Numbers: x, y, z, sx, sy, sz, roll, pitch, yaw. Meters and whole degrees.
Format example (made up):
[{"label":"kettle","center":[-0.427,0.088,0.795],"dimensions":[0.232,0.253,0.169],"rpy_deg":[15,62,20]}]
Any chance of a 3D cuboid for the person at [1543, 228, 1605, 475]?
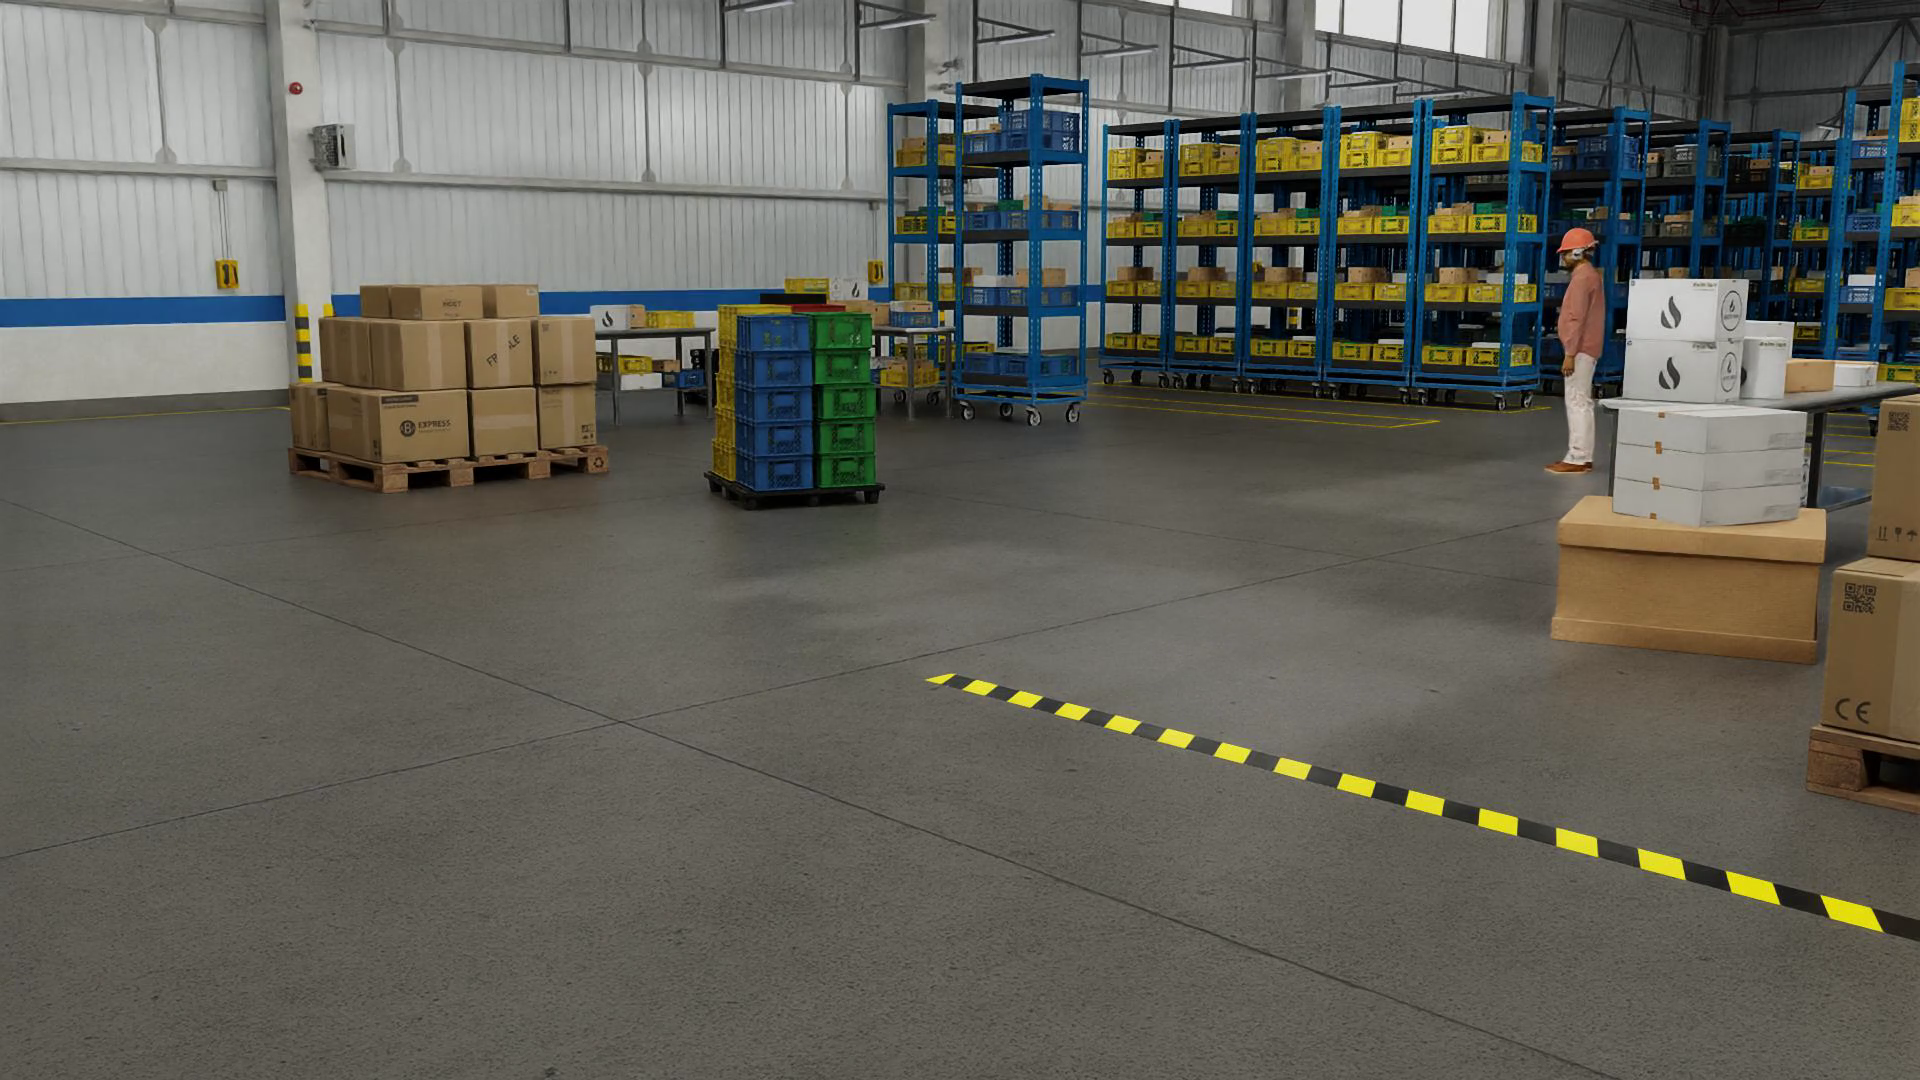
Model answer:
[{"label":"person","center":[4.978,-1.513,13.431],"dimensions":[0.414,1.981,0.625],"rpy_deg":[5,11,29]}]
